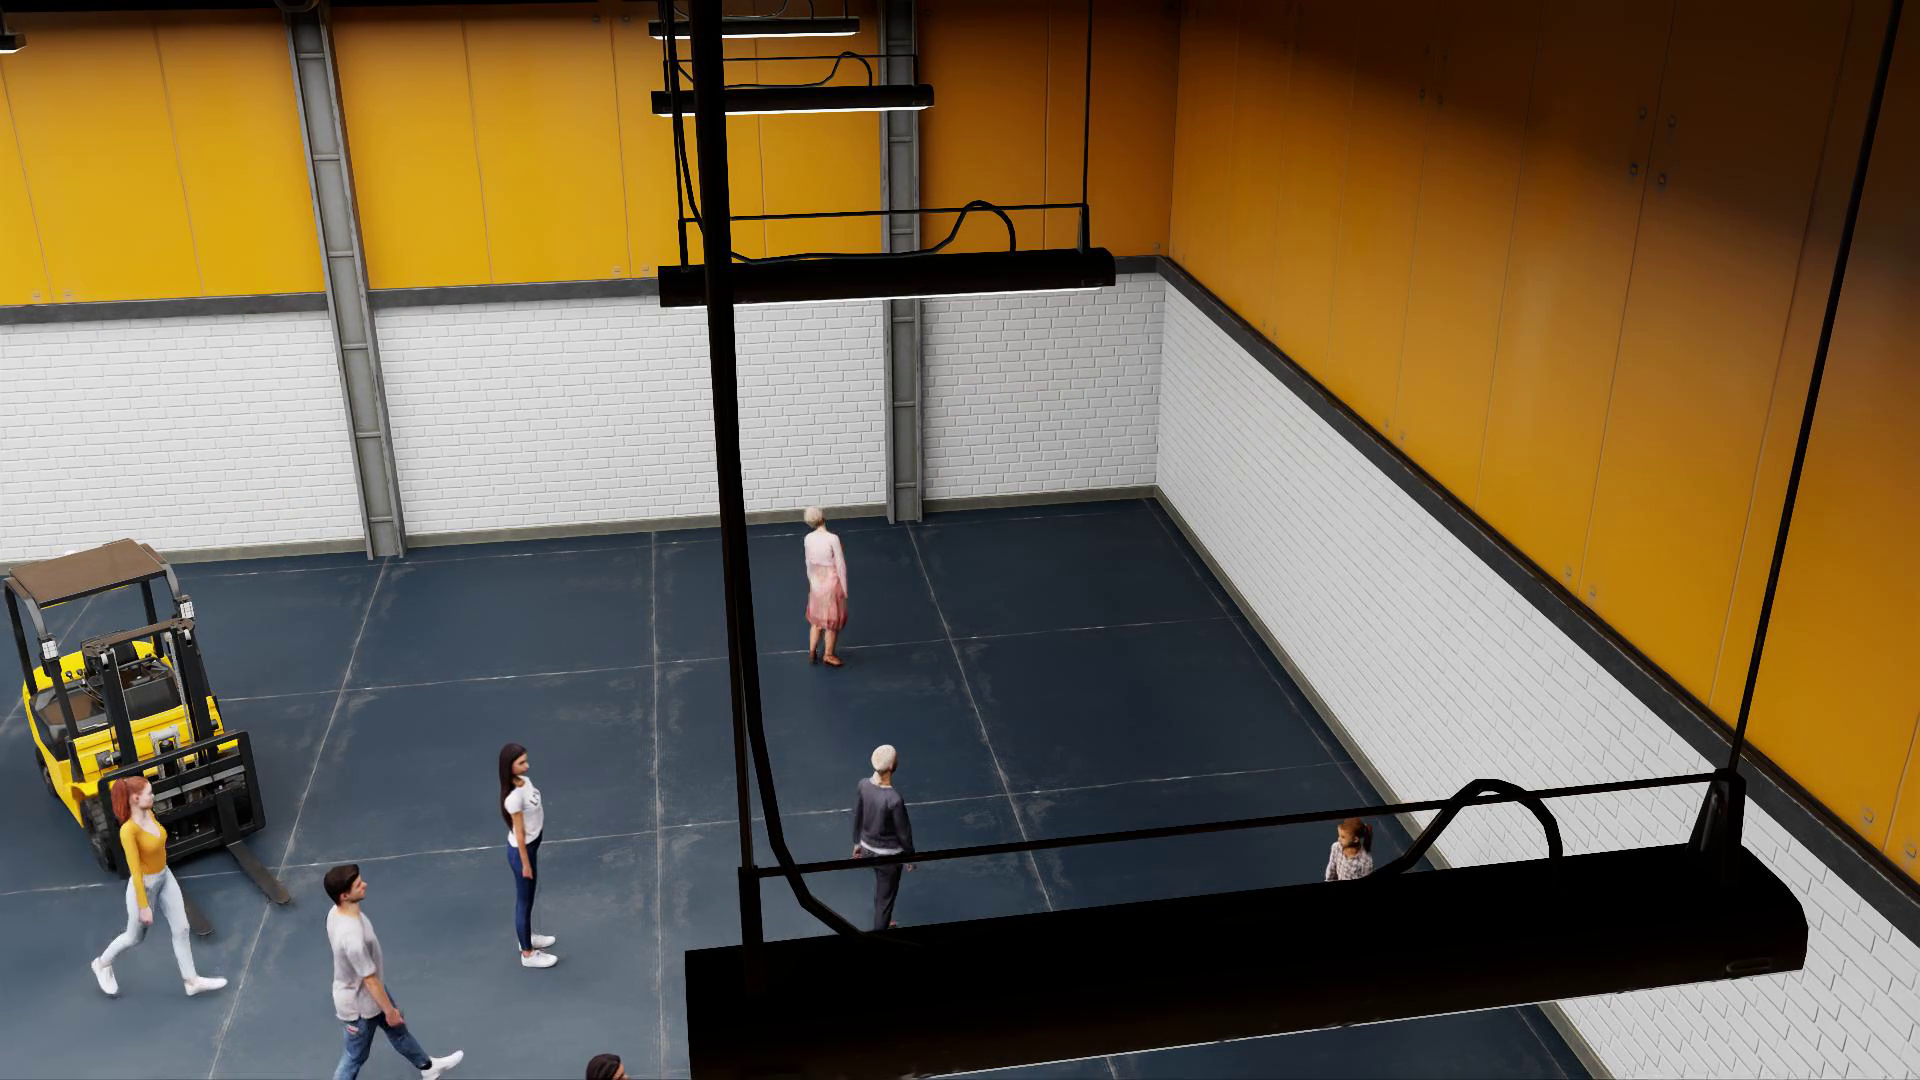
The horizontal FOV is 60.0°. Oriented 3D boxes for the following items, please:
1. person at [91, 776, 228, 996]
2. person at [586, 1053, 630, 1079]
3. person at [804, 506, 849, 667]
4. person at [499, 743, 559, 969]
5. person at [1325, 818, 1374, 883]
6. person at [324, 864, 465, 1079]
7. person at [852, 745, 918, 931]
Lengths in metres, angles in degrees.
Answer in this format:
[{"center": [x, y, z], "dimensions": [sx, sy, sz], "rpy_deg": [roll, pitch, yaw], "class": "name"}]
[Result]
[{"center": [-5.772, 2.469, 11.680], "dimensions": [1.212, 1.713, 0.761], "rpy_deg": [2, 24, 4], "class": "person"}, {"center": [-1.878, 3.548, 9.089], "dimensions": [0.550, 1.811, 0.632], "rpy_deg": [-2, 24, -4], "class": "person"}, {"center": [-1.285, 0.475, 16.296], "dimensions": [0.790, 1.668, 0.723], "rpy_deg": [-20, 31, -38], "class": "person"}, {"center": [-3.168, 2.272, 12.053], "dimensions": [0.506, 1.775, 0.578], "rpy_deg": [-4, 24, -8], "class": "person"}, {"center": [2.900, 2.542, 12.068], "dimensions": [1.033, 1.267, 0.774], "rpy_deg": [-17, 29, -34], "class": "person"}, {"center": [-3.861, 2.911, 10.509], "dimensions": [1.218, 1.840, 0.860], "rpy_deg": [-10, 26, -22], "class": "person"}, {"center": [-0.614, 2.285, 12.097], "dimensions": [0.769, 1.715, 0.815], "rpy_deg": [19, 30, 37], "class": "person"}]
